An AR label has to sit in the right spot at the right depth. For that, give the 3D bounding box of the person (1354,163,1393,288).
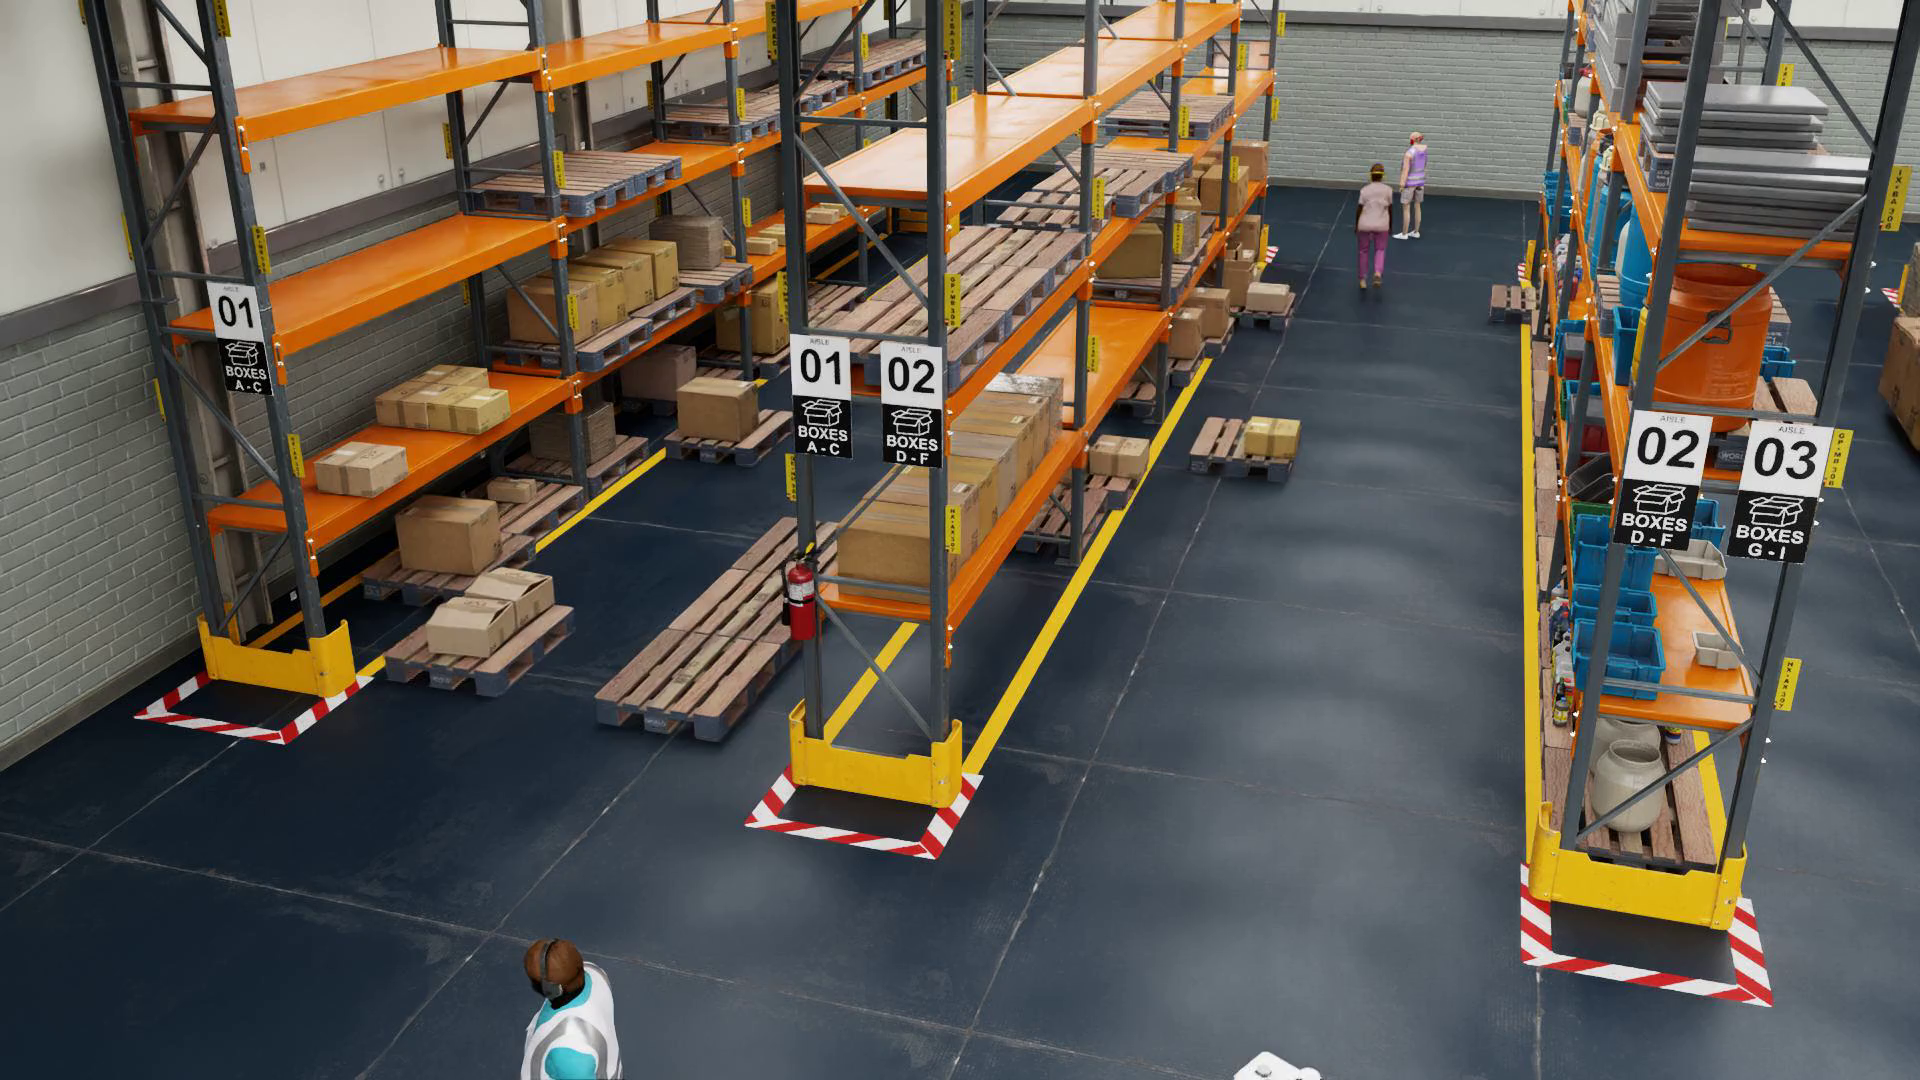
[{"bbox_3d":[5.842,-4.410,23.471,0.531,1.785,0.579,4,24,9],"label":"person"}]

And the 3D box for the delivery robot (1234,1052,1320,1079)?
[{"bbox_3d":[1.672,2.858,8.191,0.775,0.601,0.499,21,31,40],"label":"delivery robot"}]

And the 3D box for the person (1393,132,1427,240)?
[{"bbox_3d":[7.182,-5.621,26.419,0.491,1.688,0.349,-14,27,-29],"label":"person"}]

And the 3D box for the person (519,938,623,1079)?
[{"bbox_3d":[-1.698,2.526,7.337,0.430,1.838,0.618,-2,23,-5],"label":"person"}]
